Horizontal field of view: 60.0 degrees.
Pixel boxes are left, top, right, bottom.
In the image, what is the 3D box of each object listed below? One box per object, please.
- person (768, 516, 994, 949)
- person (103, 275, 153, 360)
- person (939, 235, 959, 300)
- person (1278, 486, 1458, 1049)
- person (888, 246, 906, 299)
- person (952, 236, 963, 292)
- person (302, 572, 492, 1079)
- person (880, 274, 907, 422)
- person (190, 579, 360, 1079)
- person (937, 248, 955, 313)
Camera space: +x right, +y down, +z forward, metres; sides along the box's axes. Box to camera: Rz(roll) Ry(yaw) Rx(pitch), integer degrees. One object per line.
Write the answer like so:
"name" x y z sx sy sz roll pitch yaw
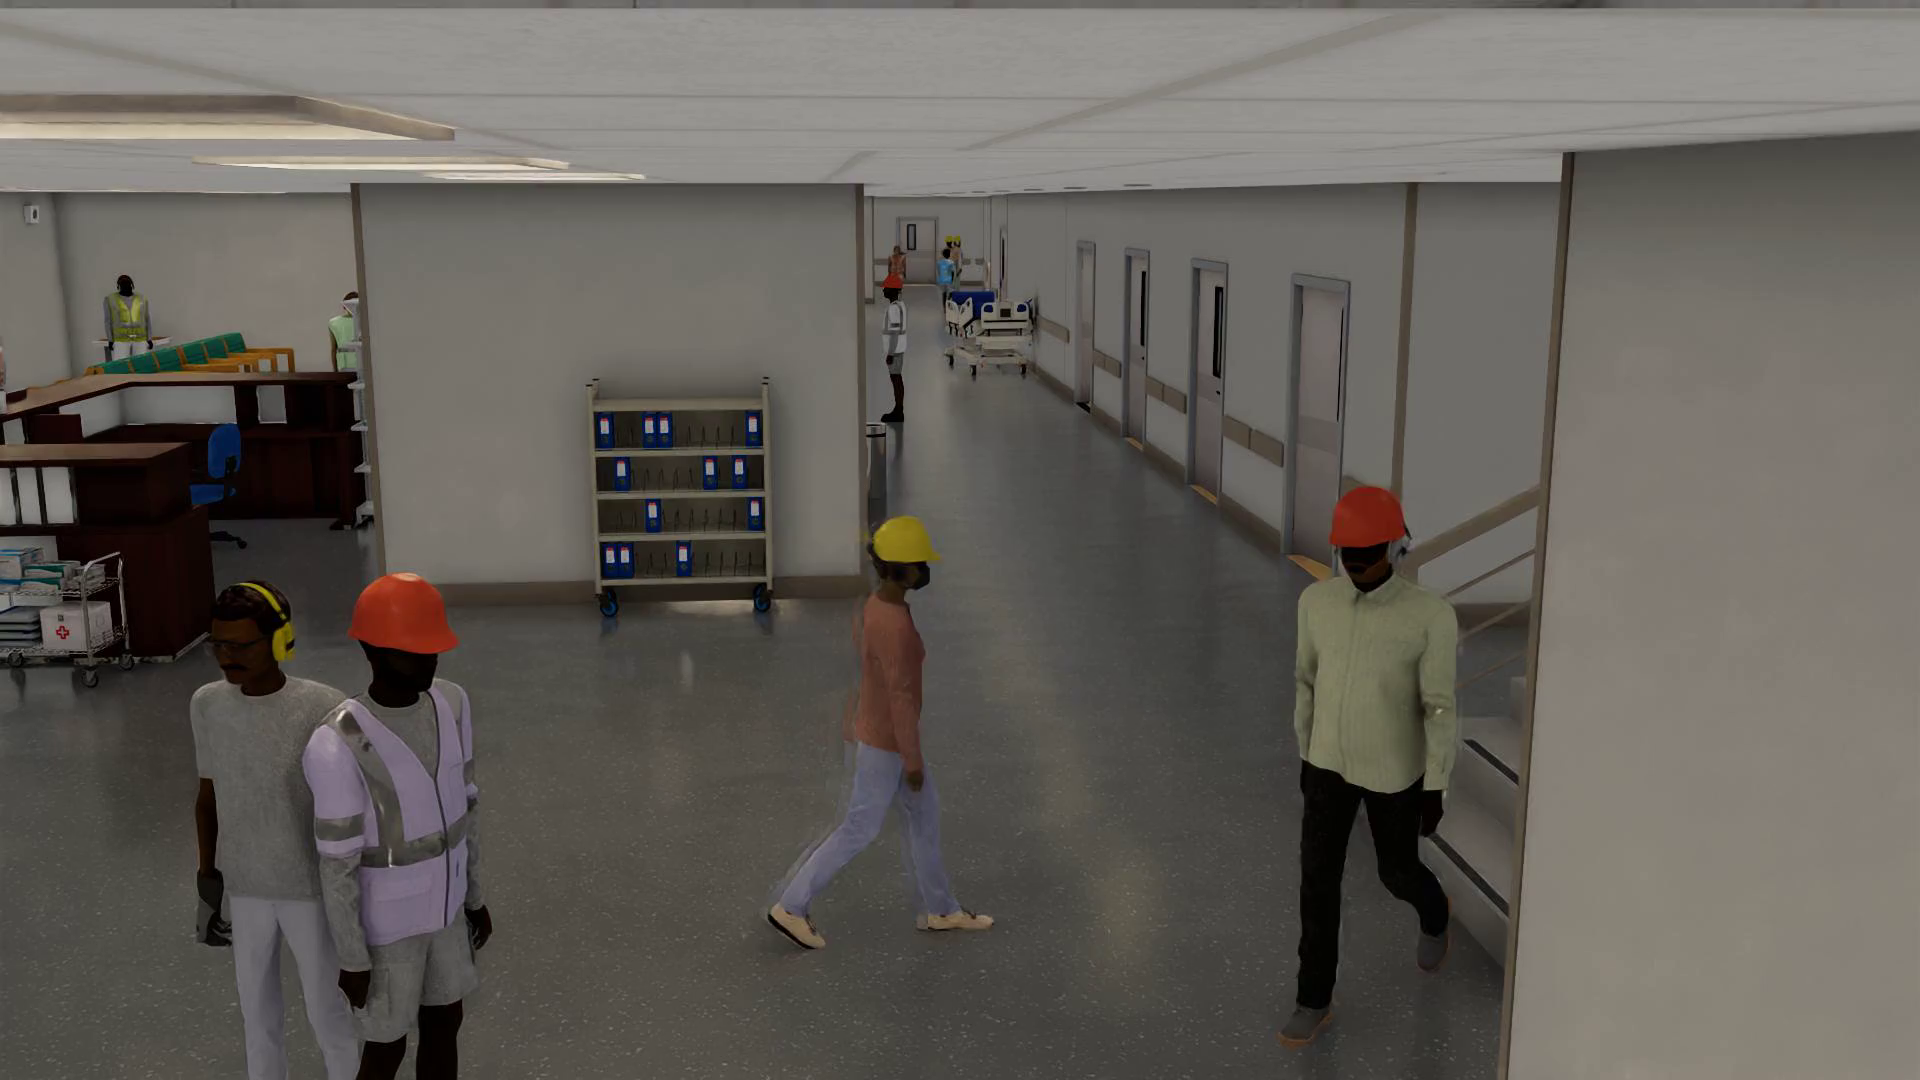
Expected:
"person" -0.330 0.753 6.457 0.877 1.725 0.535 -1 12 -6
"person" -11.979 -2.895 24.000 0.619 1.845 0.430 -9 15 -38
"person" -0.307 -7.884 48.257 0.595 1.897 0.852 2 12 9
"person" 1.491 0.756 5.881 0.614 1.967 0.890 9 15 38
"person" -1.811 -7.680 47.940 0.530 1.621 0.588 0 12 0
"person" -0.099 -8.257 50.221 0.404 1.830 0.601 -7 13 -29
"person" -1.515 1.029 4.626 0.389 1.929 0.539 5 13 25
"person" -0.884 -2.523 21.947 0.354 1.939 0.544 1 12 4
"person" -1.964 1.020 4.808 0.535 1.864 0.309 1 12 7
"person" -0.353 -6.656 42.774 0.563 1.689 0.370 7 13 30
